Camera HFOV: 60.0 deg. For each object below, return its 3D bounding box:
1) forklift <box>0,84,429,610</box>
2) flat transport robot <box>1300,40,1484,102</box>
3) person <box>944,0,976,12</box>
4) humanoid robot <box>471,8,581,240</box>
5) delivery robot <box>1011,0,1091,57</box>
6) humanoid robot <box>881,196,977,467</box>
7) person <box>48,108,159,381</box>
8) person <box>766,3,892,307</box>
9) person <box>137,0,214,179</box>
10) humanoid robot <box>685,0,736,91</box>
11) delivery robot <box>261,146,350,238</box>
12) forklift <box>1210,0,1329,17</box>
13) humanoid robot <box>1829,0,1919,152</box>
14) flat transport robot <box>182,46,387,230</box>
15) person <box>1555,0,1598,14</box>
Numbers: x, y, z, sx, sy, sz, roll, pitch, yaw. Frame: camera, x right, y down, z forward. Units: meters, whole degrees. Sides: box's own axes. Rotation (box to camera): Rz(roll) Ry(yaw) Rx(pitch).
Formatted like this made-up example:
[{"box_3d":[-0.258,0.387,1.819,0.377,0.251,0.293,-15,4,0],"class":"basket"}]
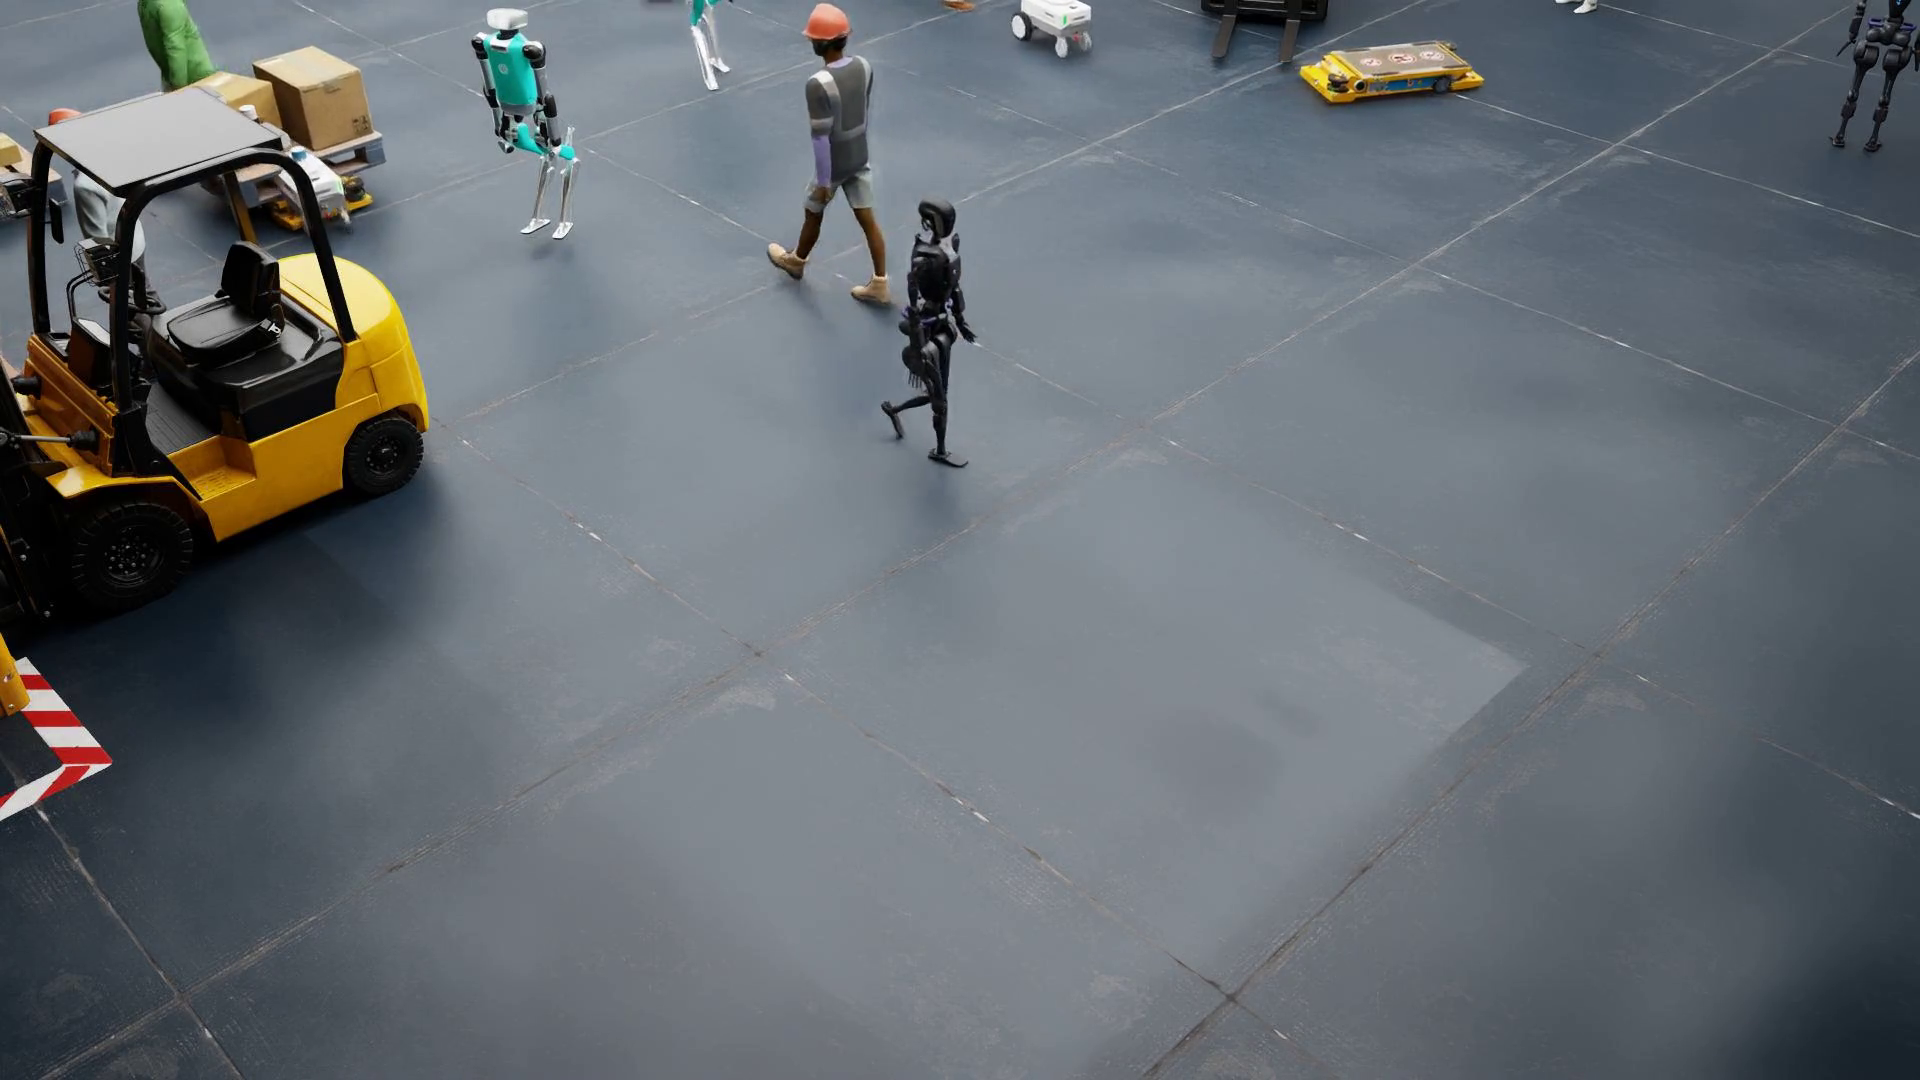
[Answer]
[{"box_3d":[-4.145,-1.093,8.856,2.313,2.155,1.214,-31,47,-34],"class":"forklift"},{"box_3d":[3.752,-4.065,14.439,1.431,0.231,0.659,-9,38,-12],"class":"flat transport robot"},{"box_3d":[-0.040,-5.915,15.535,0.435,1.919,0.660,6,37,8],"class":"person"},{"box_3d":[-2.922,-2.947,11.604,0.533,1.677,0.735,13,39,17],"class":"humanoid robot"},{"box_3d":[0.860,-4.771,15.145,0.499,0.595,0.792,-22,42,-27],"class":"delivery robot"},{"box_3d":[-0.228,-1.202,9.443,0.625,1.626,0.600,17,40,21],"class":"humanoid robot"},{"box_3d":[-5.186,-1.801,10.180,0.351,1.738,0.572,-4,37,-6],"class":"person"},{"box_3d":[-0.862,-2.540,10.951,1.047,1.987,0.634,25,43,29],"class":"person"},{"box_3d":[-5.891,-3.499,12.461,0.584,1.715,1.018,30,46,34],"class":"person"},{"box_3d":[-2.198,-4.784,14.182,0.531,1.761,0.830,-16,40,-20],"class":"humanoid robot"},{"box_3d":[-4.816,-2.604,12.250,0.499,0.603,0.803,-25,43,-29],"class":"delivery robot"},{"box_3d":[3.106,-6.400,15.960,1.214,2.155,2.313,8,37,10],"class":"forklift"},{"box_3d":[7.237,-3.896,13.023,0.599,1.657,0.315,17,40,22],"class":"humanoid robot"},{"box_3d":[-5.148,-2.749,12.676,1.431,0.231,0.659,30,46,34],"class":"flat transport robot"},{"box_3d":[5.990,-5.796,15.611,0.307,1.637,0.512,-9,38,-12],"class":"person"}]
